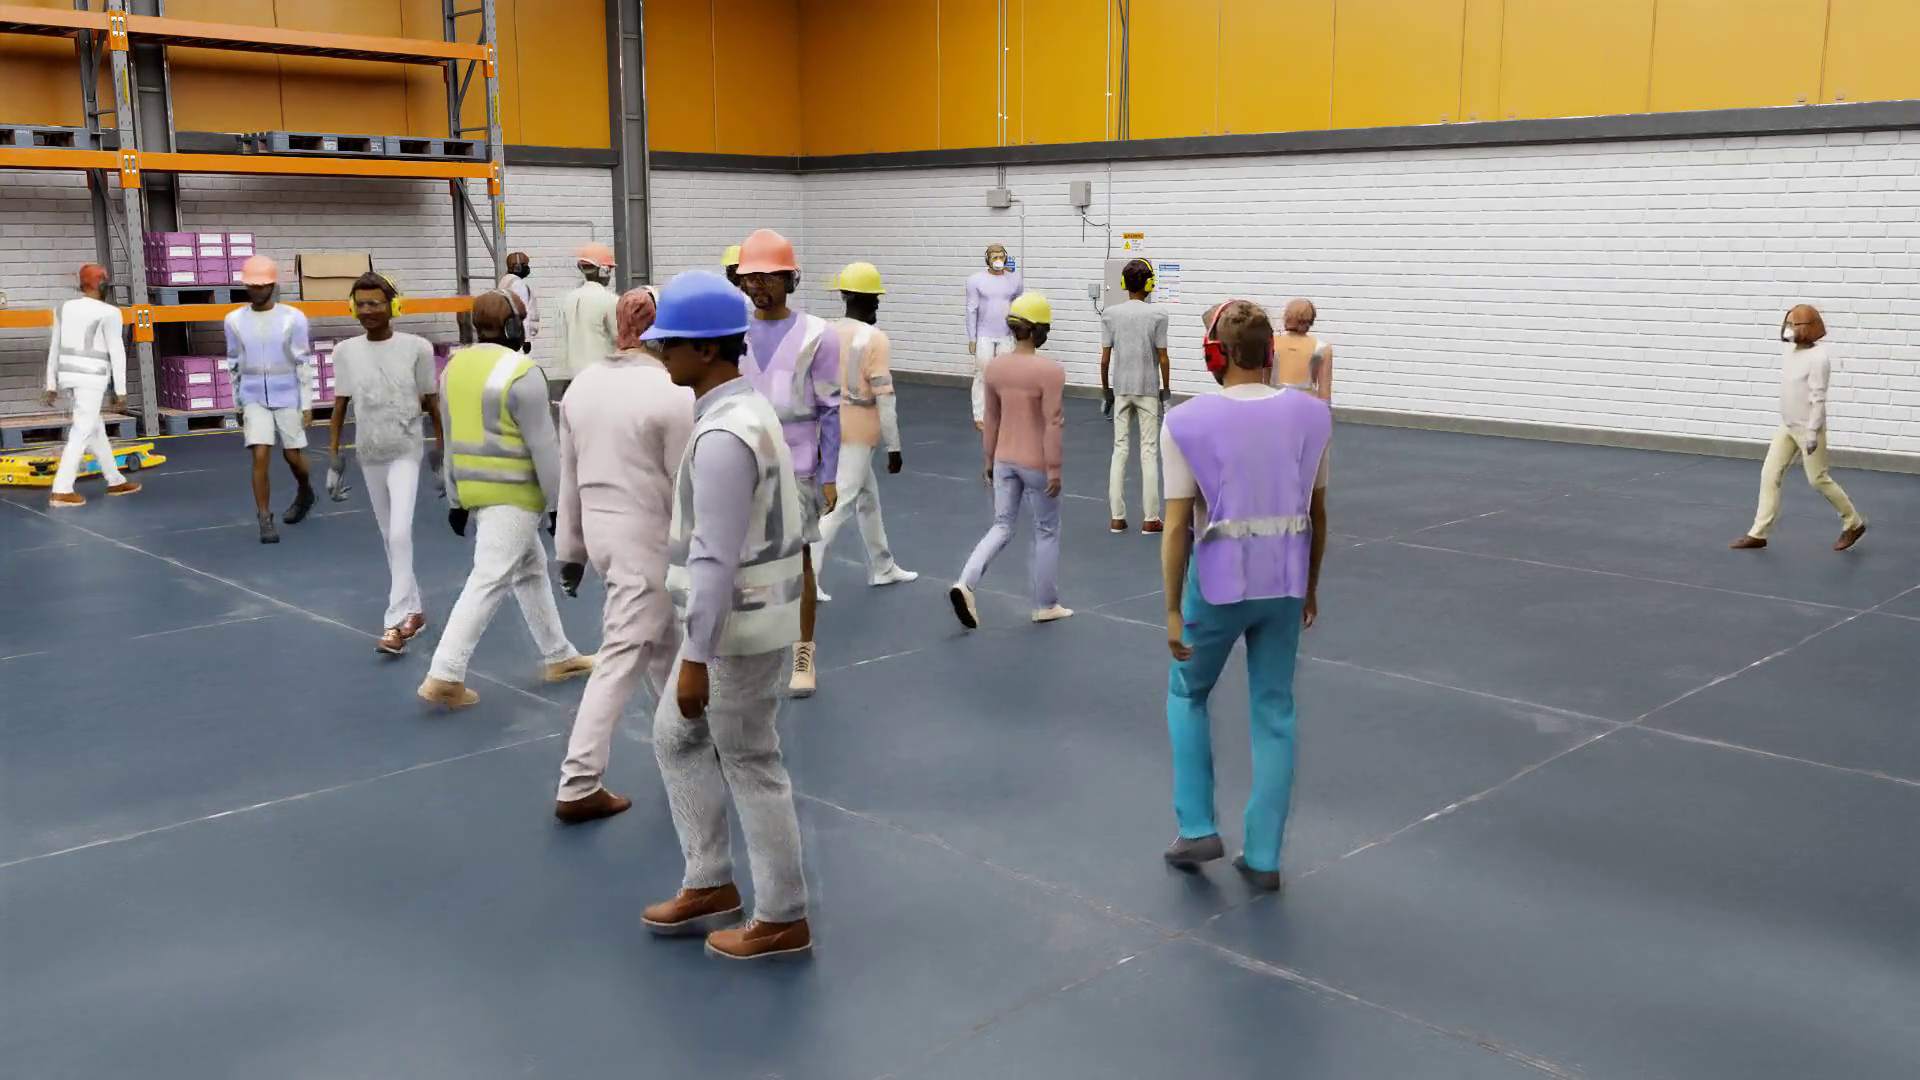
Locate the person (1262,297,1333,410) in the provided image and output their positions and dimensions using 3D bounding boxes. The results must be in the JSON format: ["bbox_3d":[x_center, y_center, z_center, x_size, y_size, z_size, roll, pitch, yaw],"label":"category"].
[{"bbox_3d":[2.220,-0.814,11.134,0.517,1.615,0.691,3,11,15],"label":"person"}]

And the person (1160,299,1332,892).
[{"bbox_3d":[0.878,0.174,5.198,0.590,1.826,0.535,-2,11,-10],"label":"person"}]

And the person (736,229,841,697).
[{"bbox_3d":[-0.822,-0.321,7.284,0.605,2.045,0.377,2,11,10],"label":"person"}]

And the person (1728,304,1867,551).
[{"bbox_3d":[5.447,-0.710,10.635,0.817,1.602,0.510,0,10,-3],"label":"person"}]

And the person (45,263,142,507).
[{"bbox_3d":[-6.625,-1.176,12.595,0.598,1.824,0.950,4,11,19],"label":"person"}]

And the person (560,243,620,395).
[{"bbox_3d":[-2.637,-1.235,12.516,0.642,1.956,0.914,10,14,43],"label":"person"}]

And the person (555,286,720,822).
[{"bbox_3d":[-1.102,0.026,5.941,0.653,1.845,1.039,9,14,41],"label":"person"}]

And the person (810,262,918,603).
[{"bbox_3d":[-0.621,-0.606,9.295,0.984,1.884,0.606,-9,14,-39],"label":"person"}]

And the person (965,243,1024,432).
[{"bbox_3d":[0.362,-2.087,17.203,0.628,1.940,0.377,-3,11,-17],"label":"person"}]

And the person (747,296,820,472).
[{"bbox_3d":[-1.691,-1.507,14.060,0.900,1.935,0.617,-2,11,-9],"label":"person"}]

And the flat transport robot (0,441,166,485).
[{"bbox_3d":[-7.443,-0.661,13.977,0.652,0.197,1.431,2,11,12],"label":"flat transport robot"}]

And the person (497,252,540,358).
[{"bbox_3d":[-4.762,-2.182,17.988,0.430,1.844,0.624,-6,12,-31],"label":"person"}]

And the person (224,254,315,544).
[{"bbox_3d":[-4.621,-0.967,11.205,0.546,1.909,0.832,-2,11,-11],"label":"person"}]

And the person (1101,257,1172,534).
[{"bbox_3d":[1.201,-0.973,11.312,0.519,1.874,0.326,5,11,24],"label":"person"}]

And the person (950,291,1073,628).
[{"bbox_3d":[0.287,-0.397,8.527,0.527,1.744,0.746,9,14,42],"label":"person"}]

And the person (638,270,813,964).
[{"bbox_3d":[-0.708,0.234,4.569,0.658,1.923,0.644,-1,10,-4],"label":"person"}]

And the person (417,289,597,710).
[{"bbox_3d":[-2.013,-0.187,7.243,0.631,1.799,0.966,10,14,42],"label":"person"}]

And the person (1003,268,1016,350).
[{"bbox_3d":[0.544,-2.476,20.157,0.498,1.633,0.278,4,11,20],"label":"person"}]

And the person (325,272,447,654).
[{"bbox_3d":[-2.809,-0.362,8.054,0.563,1.835,0.896,1,10,3],"label":"person"}]

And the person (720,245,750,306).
[{"bbox_3d":[-2.012,-1.712,15.190,0.588,1.927,0.371,6,12,31],"label":"person"}]
